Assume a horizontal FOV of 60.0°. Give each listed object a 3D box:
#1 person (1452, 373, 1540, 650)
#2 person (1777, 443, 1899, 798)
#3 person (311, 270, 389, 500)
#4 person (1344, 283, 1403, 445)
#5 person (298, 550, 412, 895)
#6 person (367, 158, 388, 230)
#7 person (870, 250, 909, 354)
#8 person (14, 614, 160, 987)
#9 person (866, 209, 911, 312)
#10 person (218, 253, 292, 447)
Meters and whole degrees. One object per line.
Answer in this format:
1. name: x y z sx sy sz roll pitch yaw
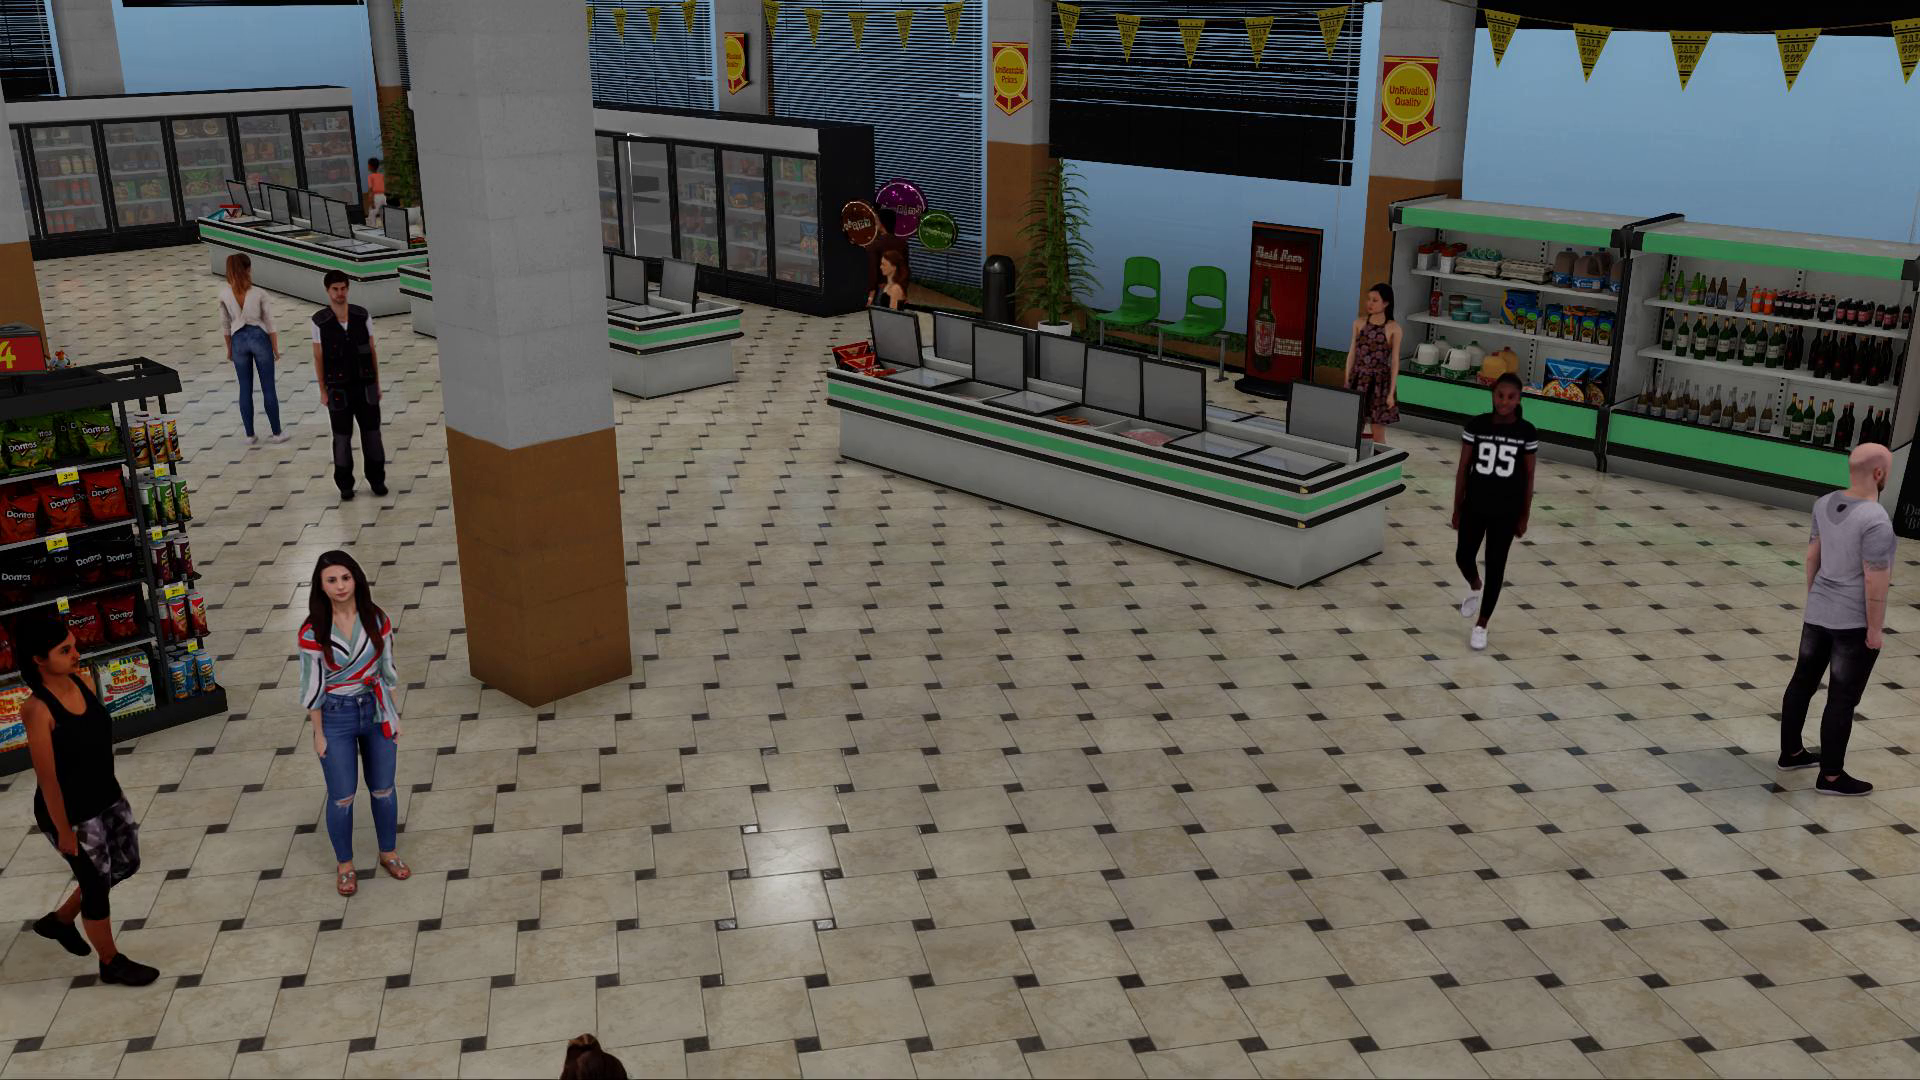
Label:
1. person: 3.345 -0.206 10.459 0.859 1.722 0.854 7 20 21
2. person: 4.521 0.386 8.518 0.822 1.839 0.717 -4 19 -11
3. person: -4.901 -1.253 13.367 0.674 1.847 0.630 -12 22 -32
4. person: 3.267 -1.168 13.230 0.673 1.775 0.779 12 22 32
5. person: -2.769 0.815 7.598 0.620 1.614 0.564 -13 22 -33
6. person: -9.303 -5.458 26.698 0.658 1.297 0.531 14 23 35
7. person: -0.529 -1.939 15.777 0.783 1.607 0.712 -2 19 -5
8. person: -3.646 1.072 6.770 0.884 1.658 0.819 1 19 2
9. person: -0.721 -2.544 17.306 0.688 1.778 0.592 -12 22 -31
10. person: -6.360 -1.712 14.930 0.684 1.719 0.717 -2 19 -7
